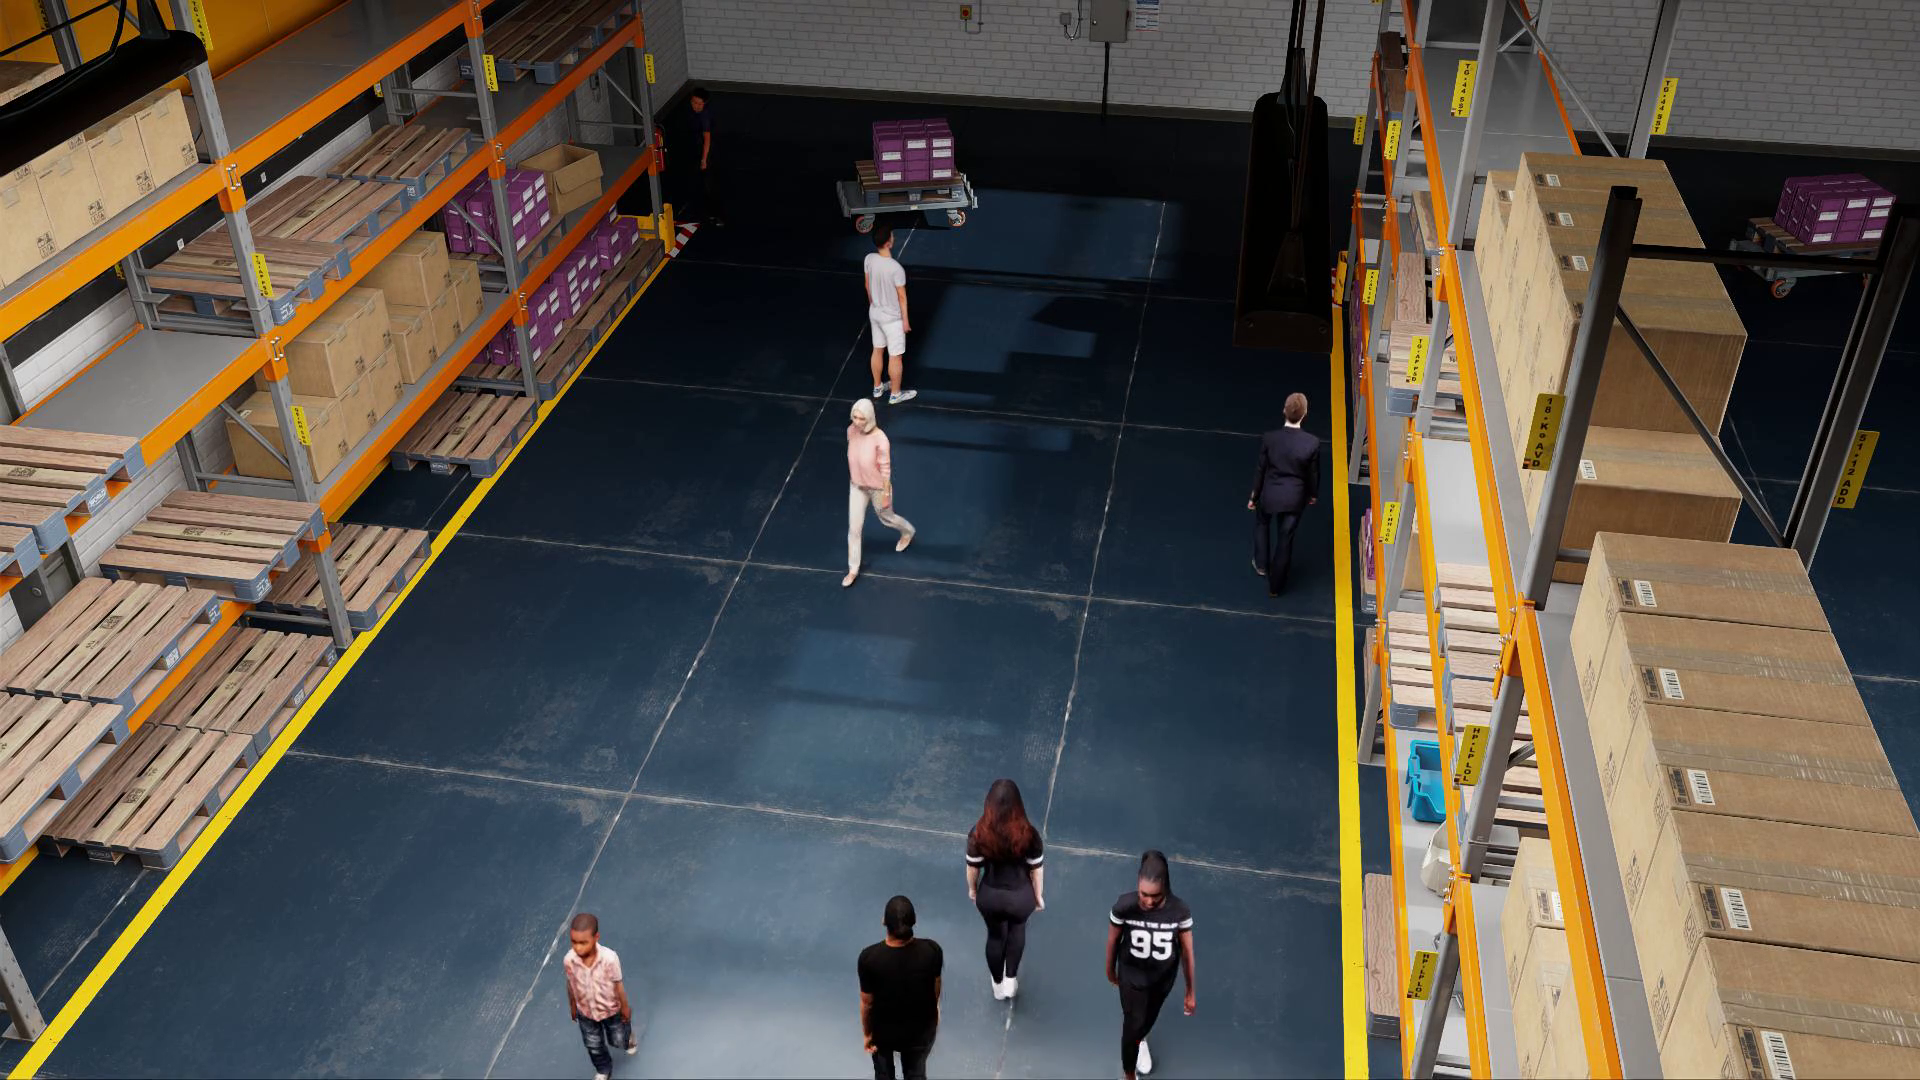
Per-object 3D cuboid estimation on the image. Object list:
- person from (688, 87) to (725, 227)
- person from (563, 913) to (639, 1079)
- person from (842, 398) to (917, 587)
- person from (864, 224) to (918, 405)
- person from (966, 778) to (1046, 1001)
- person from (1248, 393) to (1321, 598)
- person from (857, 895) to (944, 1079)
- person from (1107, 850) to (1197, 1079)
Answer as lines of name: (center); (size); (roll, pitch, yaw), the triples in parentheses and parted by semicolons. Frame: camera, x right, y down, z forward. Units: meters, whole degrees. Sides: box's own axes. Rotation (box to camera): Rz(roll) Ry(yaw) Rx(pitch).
person: (-3.110, -4.736, 20.281); (0.897, 1.754, 0.734); (-4, 34, -6)
person: (-2.065, 2.629, 9.612); (0.545, 1.298, 0.712); (2, 34, 3)
person: (-0.684, -0.487, 13.949); (0.927, 1.687, 1.208); (21, 39, 29)
person: (-0.725, -2.236, 16.428); (0.769, 1.856, 0.773); (27, 42, 34)
person: (0.276, 2.182, 9.995); (0.664, 1.619, 0.699); (0, 34, 1)
person: (2.633, -0.332, 13.616); (0.708, 1.797, 0.754); (6, 34, 9)
person: (-0.304, 2.701, 9.101); (0.676, 1.744, 0.676); (-2, 34, -3)
person: (1.064, 2.420, 9.553); (0.757, 1.712, 0.905); (-2, 34, -3)
